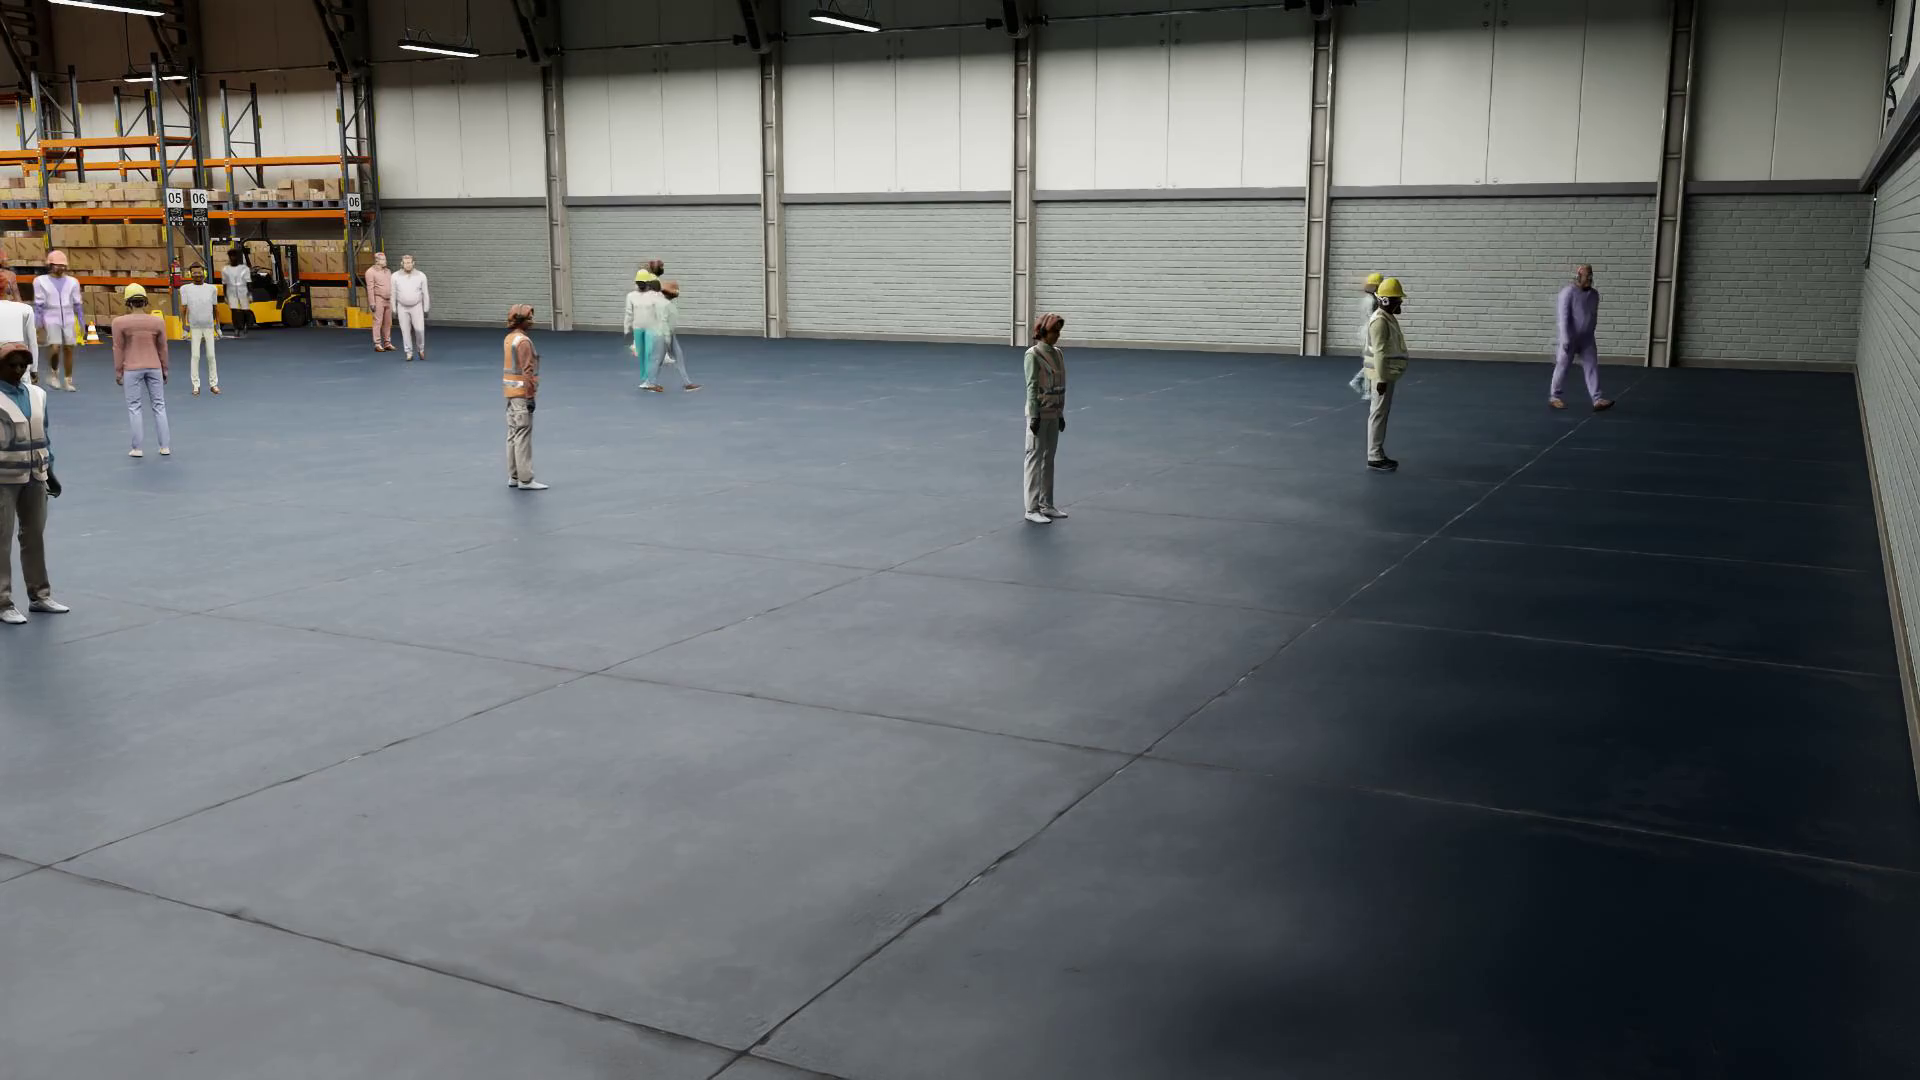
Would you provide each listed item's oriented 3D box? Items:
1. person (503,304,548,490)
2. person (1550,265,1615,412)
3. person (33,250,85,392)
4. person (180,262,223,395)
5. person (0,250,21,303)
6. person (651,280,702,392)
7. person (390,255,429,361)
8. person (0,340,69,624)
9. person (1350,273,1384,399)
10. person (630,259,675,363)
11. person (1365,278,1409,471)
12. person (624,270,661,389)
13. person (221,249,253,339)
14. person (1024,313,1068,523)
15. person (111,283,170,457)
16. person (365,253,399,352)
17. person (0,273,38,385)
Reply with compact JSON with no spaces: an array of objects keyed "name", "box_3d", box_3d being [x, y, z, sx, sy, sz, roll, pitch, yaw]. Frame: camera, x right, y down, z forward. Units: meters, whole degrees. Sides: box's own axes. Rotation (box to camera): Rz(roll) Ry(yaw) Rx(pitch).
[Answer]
[{"name":"person","box_3d":[-3.879,-1.260,14.719,0.315,1.636,0.515,-6,12,-31]},{"name":"person","box_3d":[7.949,-2.567,21.247,0.669,1.854,0.988,-4,11,-20]},{"name":"person","box_3d":[-12.837,-3.110,23.744,0.635,2.023,0.435,-10,14,-43]},{"name":"person","box_3d":[-10.708,-2.986,23.493,0.531,1.870,0.316,-7,12,-33]},{"name":"person","box_3d":[-17.075,-4.182,29.697,0.435,1.982,0.642,5,12,26]},{"name":"person","box_3d":[-4.072,-2.891,23.702,0.801,1.587,0.529,2,11,10]},{"name":"person","box_3d":[-9.829,-4.134,29.688,0.659,1.890,0.431,-3,11,-14]},{"name":"person","box_3d":[-5.501,-0.343,9.709,0.311,1.639,0.514,3,11,18]},{"name":"person","box_3d":[5.624,-2.778,22.717,0.387,1.730,0.512,2,11,13]},{"name":"person","box_3d":[-5.416,-4.017,29.251,0.703,1.828,0.630,-3,11,-15]},{"name":"person","box_3d":[4.086,-1.586,15.957,0.404,1.830,0.602,4,11,19]},{"name":"person","box_3d":[-4.642,-3.063,24.264,0.561,1.730,0.732,1,10,6]},{"name":"person","box_3d":[-15.742,-5.367,36.244,0.619,1.950,0.647,-4,11,-20]},{"name":"person","box_3d":[0.666,-0.960,13.080,0.308,1.639,0.510,6,12,28]},{"name":"person","box_3d":[-8.317,-1.721,16.908,0.518,1.757,0.340,-10,14,-43]},{"name":"person","box_3d":[-11.187,-4.605,32.225,0.409,1.905,0.651,4,11,22]},{"name":"person","box_3d":[-9.307,-1.668,16.259,0.355,1.887,0.574,7,13,35]}]
